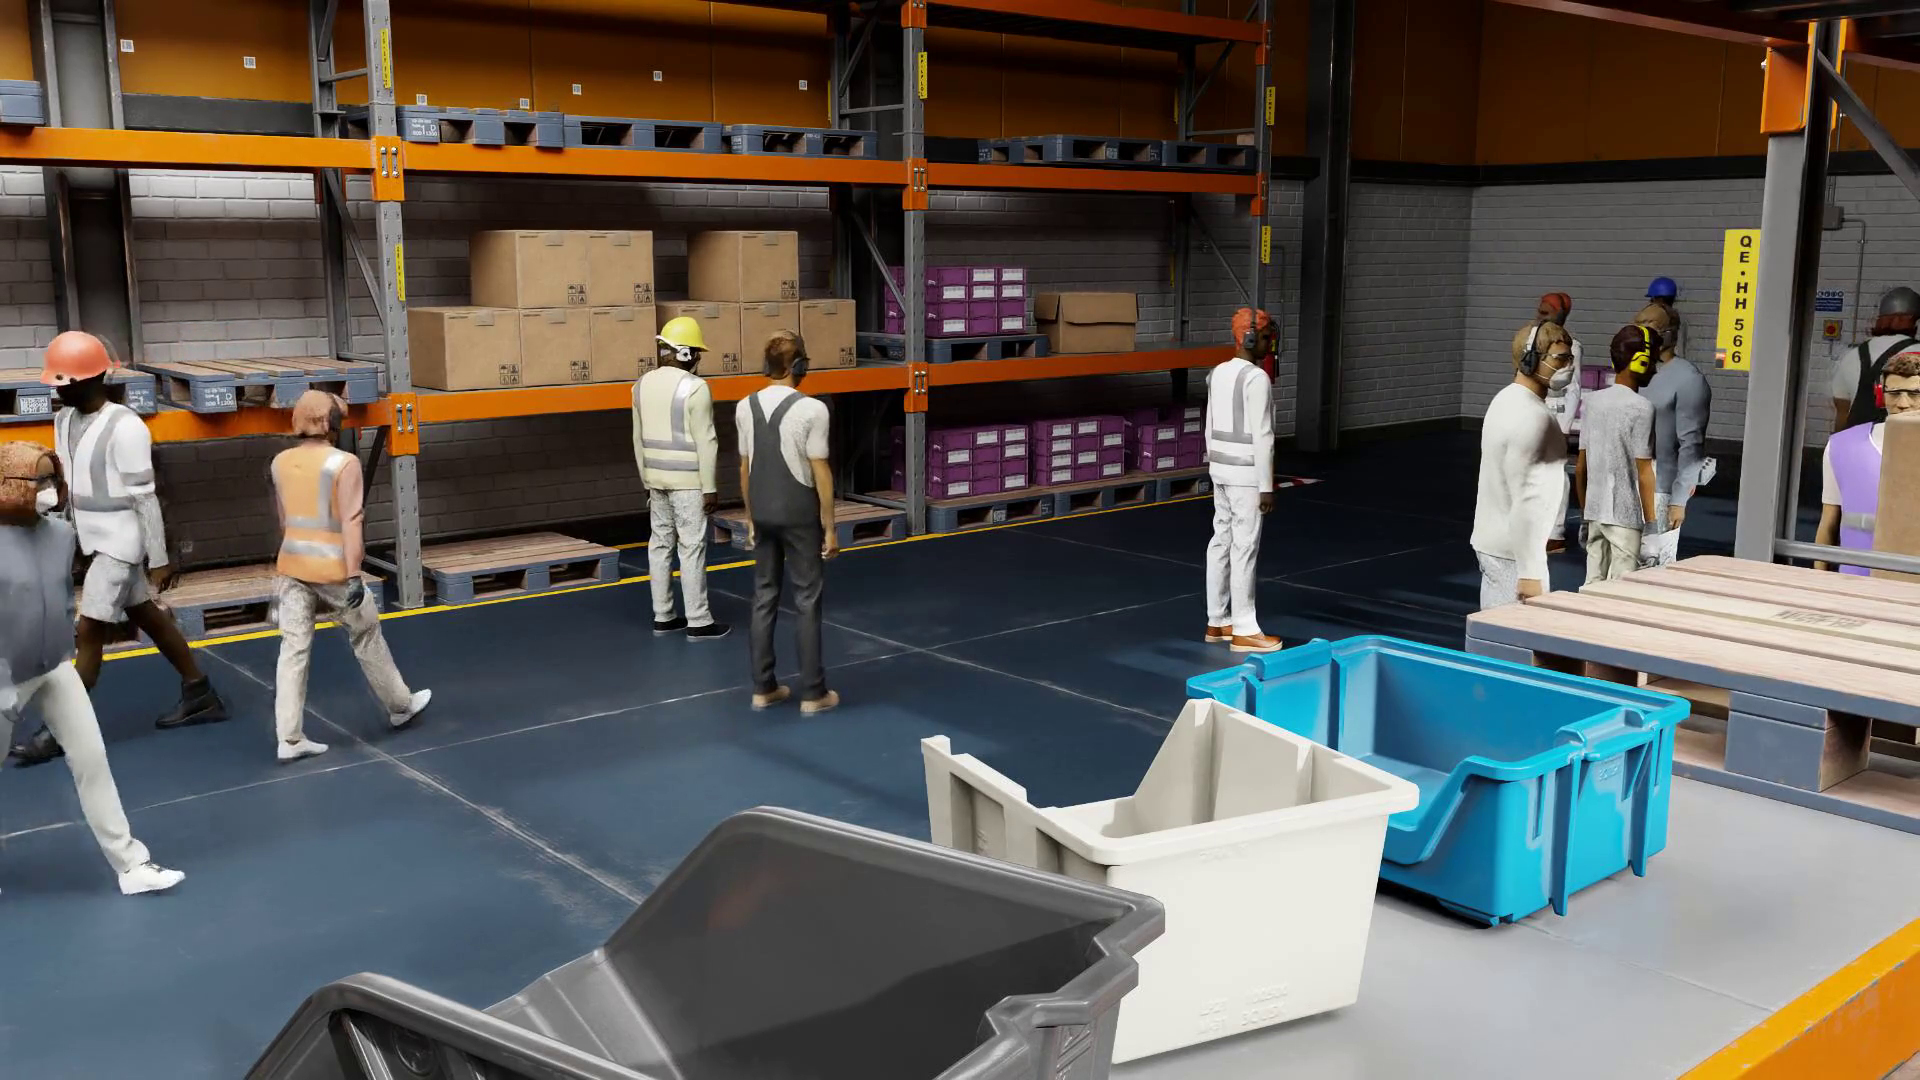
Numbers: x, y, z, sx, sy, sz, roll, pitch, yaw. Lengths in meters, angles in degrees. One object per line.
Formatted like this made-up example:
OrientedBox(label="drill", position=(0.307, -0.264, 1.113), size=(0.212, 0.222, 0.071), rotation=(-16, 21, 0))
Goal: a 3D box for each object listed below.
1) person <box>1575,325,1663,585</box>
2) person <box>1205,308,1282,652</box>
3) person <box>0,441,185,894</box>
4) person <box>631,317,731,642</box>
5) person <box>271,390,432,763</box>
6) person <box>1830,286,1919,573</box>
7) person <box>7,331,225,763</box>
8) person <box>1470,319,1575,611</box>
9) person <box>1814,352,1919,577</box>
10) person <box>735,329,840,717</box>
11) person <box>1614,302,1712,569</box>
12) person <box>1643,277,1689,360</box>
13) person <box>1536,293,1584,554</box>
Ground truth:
OrientedBox(label="person", position=(3.075, -0.066, 7.757), size=(0.328, 1.865, 0.521), rotation=(-3, 11, -17))
OrientedBox(label="person", position=(1.557, -0.331, 9.177), size=(0.355, 1.886, 0.572), rotation=(-4, 11, -20))
OrientedBox(label="person", position=(-3.147, 0.455, 5.620), size=(0.872, 1.587, 0.512), rotation=(3, 11, 18))
OrientedBox(label="person", position=(-1.577, -0.339, 9.400), size=(0.592, 1.822, 0.404), rotation=(8, 13, 38))
OrientedBox(label="person", position=(-2.758, 0.135, 7.369), size=(0.546, 1.586, 0.848), rotation=(4, 11, 22))
OrientedBox(label="person", position=(5.726, -0.600, 10.248), size=(1.072, 2.000, 0.684), rotation=(-3, 11, -16))
OrientedBox(label="person", position=(-3.760, 0.008, 7.351), size=(0.635, 1.869, 0.972), rotation=(8, 13, 38))
OrientedBox(label="person", position=(2.268, 0.077, 6.753), size=(0.378, 1.937, 0.629), rotation=(2, 10, 10))
OrientedBox(label="person", position=(3.558, 0.201, 6.343), size=(0.561, 1.836, 0.379), rotation=(6, 12, 32))
OrientedBox(label="person", position=(-0.801, -0.075, 7.888), size=(0.522, 1.839, 0.363), rotation=(5, 11, 27))
OrientedBox(label="person", position=(3.540, -0.250, 8.582), size=(0.372, 1.939, 0.631), rotation=(-4, 11, -20))
OrientedBox(label="person", position=(6.353, -1.403, 15.050), size=(0.634, 1.931, 0.469), rotation=(-9, 13, -41))
OrientedBox(label="person", position=(4.252, -0.840, 12.033), size=(0.355, 1.884, 0.573), rotation=(-2, 10, -11))
